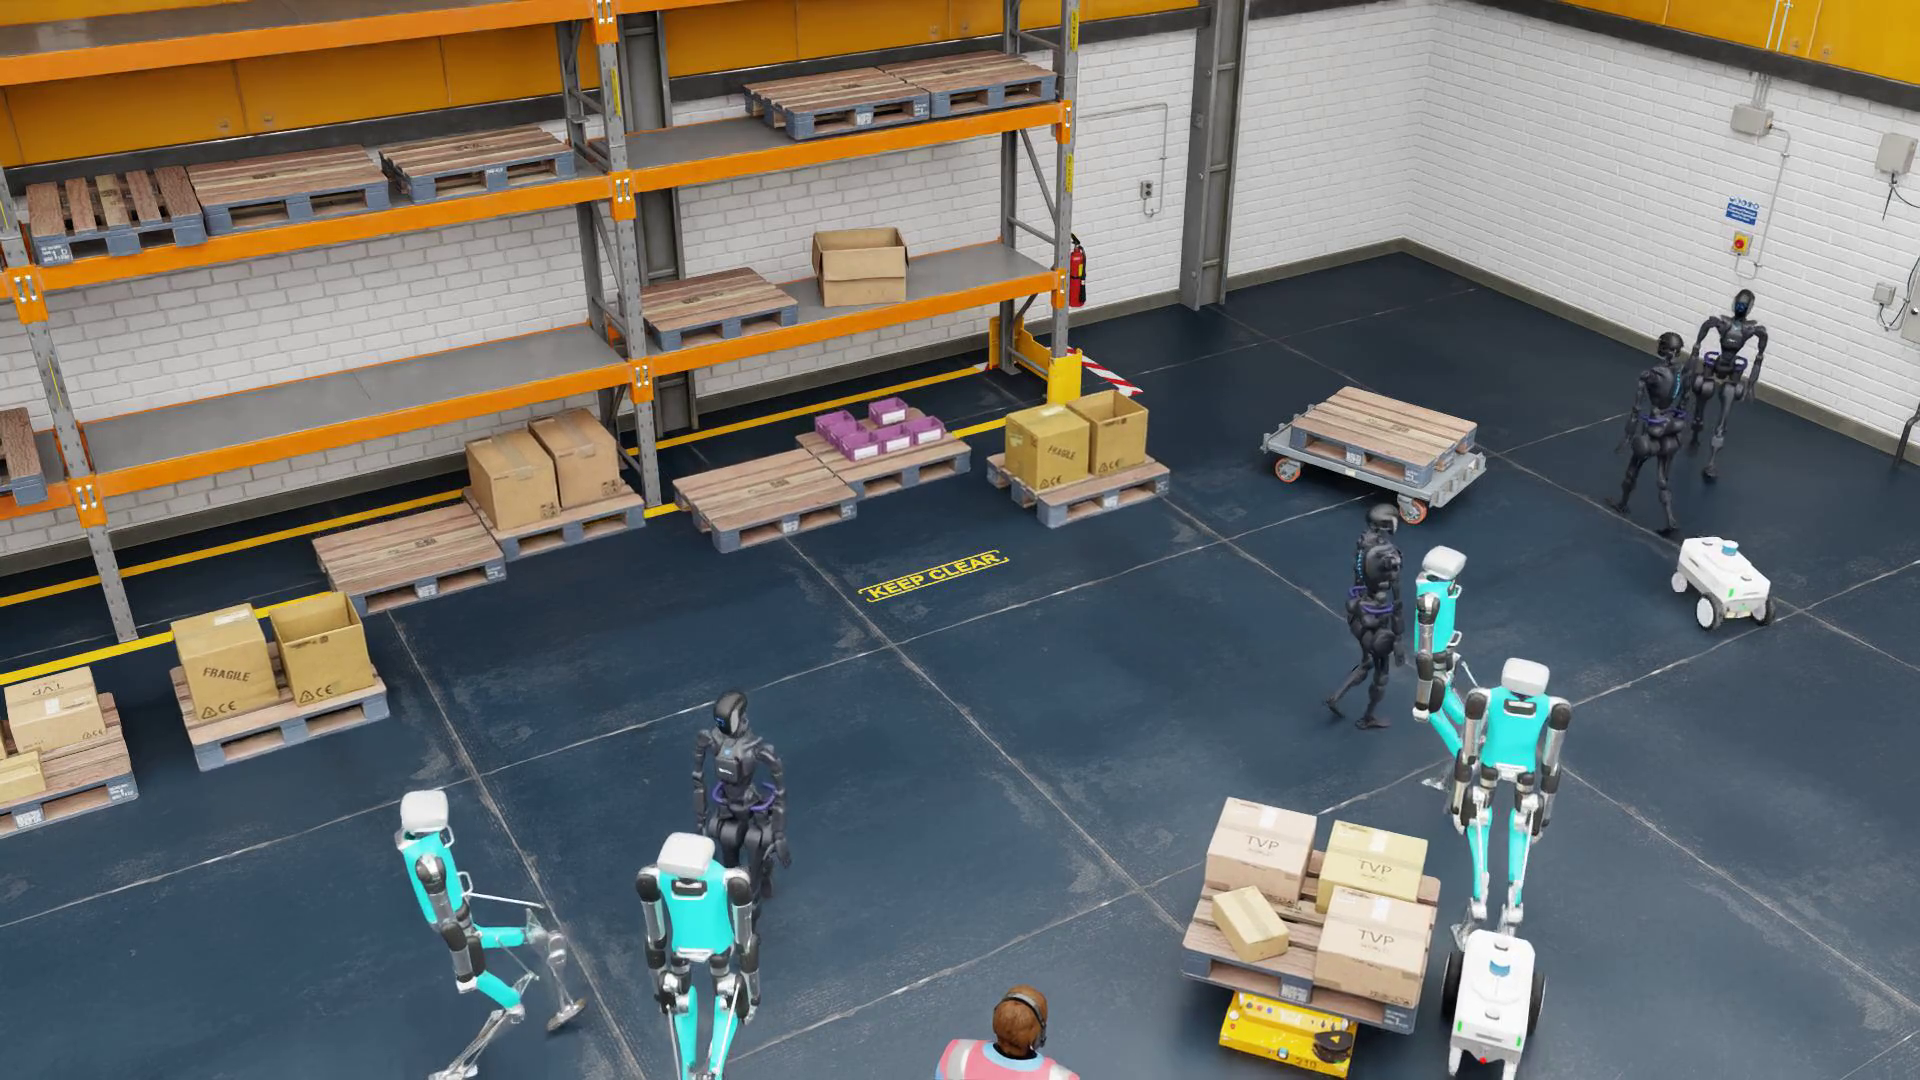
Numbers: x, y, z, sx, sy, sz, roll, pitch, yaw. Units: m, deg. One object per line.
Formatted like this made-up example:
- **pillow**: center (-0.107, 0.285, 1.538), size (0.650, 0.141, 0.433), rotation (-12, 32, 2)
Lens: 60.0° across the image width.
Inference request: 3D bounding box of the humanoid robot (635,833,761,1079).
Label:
- **humanoid robot**: center (-1.204, 2.171, 7.637), size (0.548, 1.733, 1.003), rotation (3, 30, 5)

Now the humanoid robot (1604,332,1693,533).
- **humanoid robot**: center (5.499, -0.841, 13.082), size (0.596, 1.642, 0.747), rotation (-12, 32, -20)

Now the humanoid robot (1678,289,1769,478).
- **humanoid robot**: center (6.382, -1.351, 13.978), size (0.608, 1.618, 0.774), rotation (12, 32, 21)

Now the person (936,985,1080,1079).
- **person**: center (0.216, 2.564, 6.853), size (0.628, 1.835, 0.431), rotation (10, 31, 17)

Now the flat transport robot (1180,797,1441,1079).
- **flat transport robot**: center (1.882, 2.254, 8.984), size (0.659, 0.231, 1.431), rotation (10, 31, 18)

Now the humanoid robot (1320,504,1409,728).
- **humanoid robot**: center (2.635, 0.508, 10.667), size (0.482, 1.651, 0.601), rotation (-8, 30, -14)

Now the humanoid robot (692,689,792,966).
- **humanoid robot**: center (-1.126, 1.468, 8.971), size (0.589, 1.636, 0.647), rotation (10, 31, 17)

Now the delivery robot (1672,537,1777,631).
- **delivery robot**: center (5.579, 0.300, 12.163), size (0.499, 0.604, 0.808), rotation (-4, 30, -8)

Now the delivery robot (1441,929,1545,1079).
- **delivery robot**: center (2.730, 2.353, 8.521), size (0.499, 0.597, 0.779), rotation (10, 31, 18)

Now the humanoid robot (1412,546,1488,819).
- **humanoid robot**: center (2.992, 0.925, 9.905), size (0.724, 1.829, 0.532), rotation (14, 32, 23)

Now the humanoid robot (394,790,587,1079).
- **humanoid robot**: center (-2.222, 1.900, 8.164), size (1.015, 1.776, 0.535), rotation (-13, 32, -22)

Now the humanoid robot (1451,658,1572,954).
- **humanoid robot**: center (2.847, 1.507, 8.728), size (0.532, 1.713, 0.738), rotation (7, 30, 12)
